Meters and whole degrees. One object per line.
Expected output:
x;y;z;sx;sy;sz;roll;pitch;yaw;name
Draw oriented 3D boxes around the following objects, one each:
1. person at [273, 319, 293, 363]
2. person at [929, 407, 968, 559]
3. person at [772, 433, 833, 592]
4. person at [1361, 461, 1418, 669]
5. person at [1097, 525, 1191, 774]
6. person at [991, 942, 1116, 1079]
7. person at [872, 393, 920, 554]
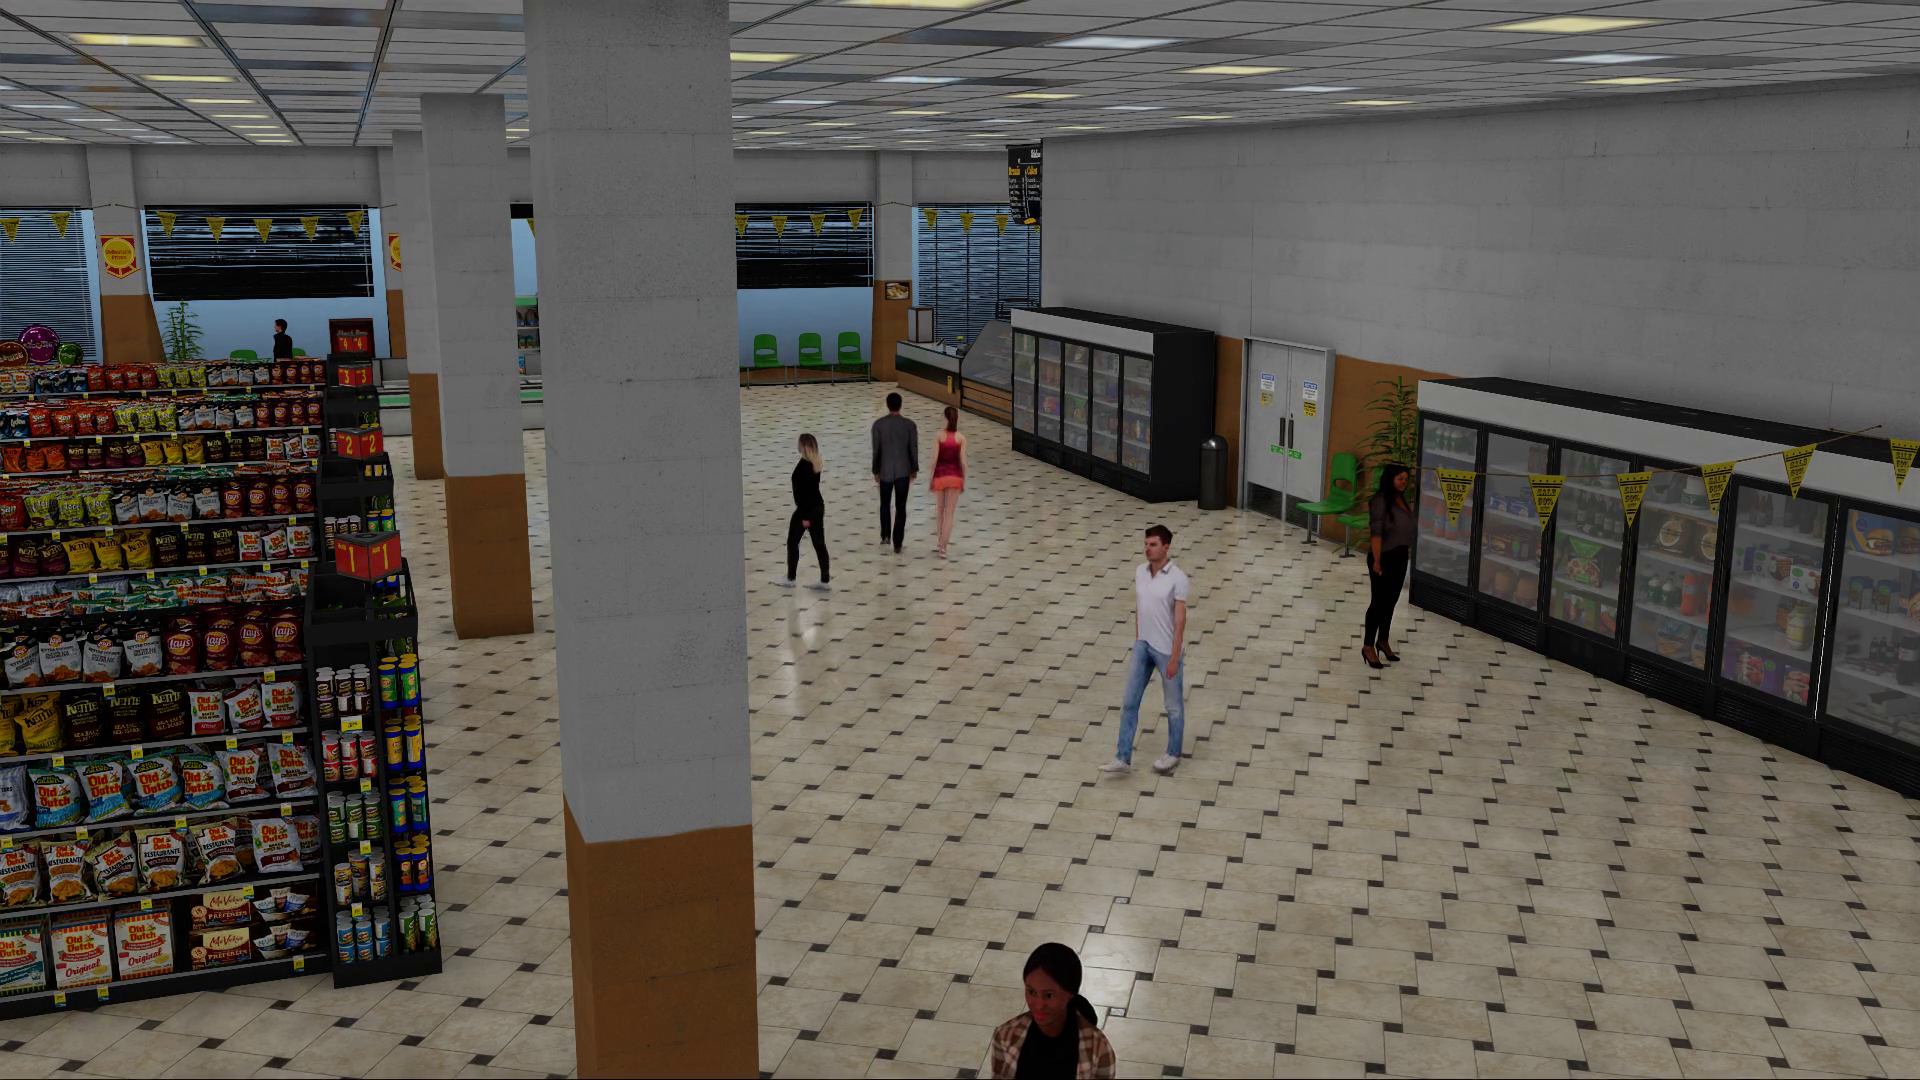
-12.506;-3.170;30.794;0.622;1.839;0.756;-2;12;-11;person
-0.146;-0.644;19.082;0.833;1.722;0.836;1;12;4;person
-1.489;-0.267;17.433;1.011;1.664;0.928;4;13;18;person
3.785;0.202;14.785;0.803;1.838;0.694;11;16;42;person
1.499;0.791;12.016;1.107;1.825;0.938;-12;16;-43;person
0.290;2.174;5.524;0.659;1.795;0.741;3;12;15;person
-0.760;-0.766;19.336;0.732;1.856;0.857;0;12;2;person
